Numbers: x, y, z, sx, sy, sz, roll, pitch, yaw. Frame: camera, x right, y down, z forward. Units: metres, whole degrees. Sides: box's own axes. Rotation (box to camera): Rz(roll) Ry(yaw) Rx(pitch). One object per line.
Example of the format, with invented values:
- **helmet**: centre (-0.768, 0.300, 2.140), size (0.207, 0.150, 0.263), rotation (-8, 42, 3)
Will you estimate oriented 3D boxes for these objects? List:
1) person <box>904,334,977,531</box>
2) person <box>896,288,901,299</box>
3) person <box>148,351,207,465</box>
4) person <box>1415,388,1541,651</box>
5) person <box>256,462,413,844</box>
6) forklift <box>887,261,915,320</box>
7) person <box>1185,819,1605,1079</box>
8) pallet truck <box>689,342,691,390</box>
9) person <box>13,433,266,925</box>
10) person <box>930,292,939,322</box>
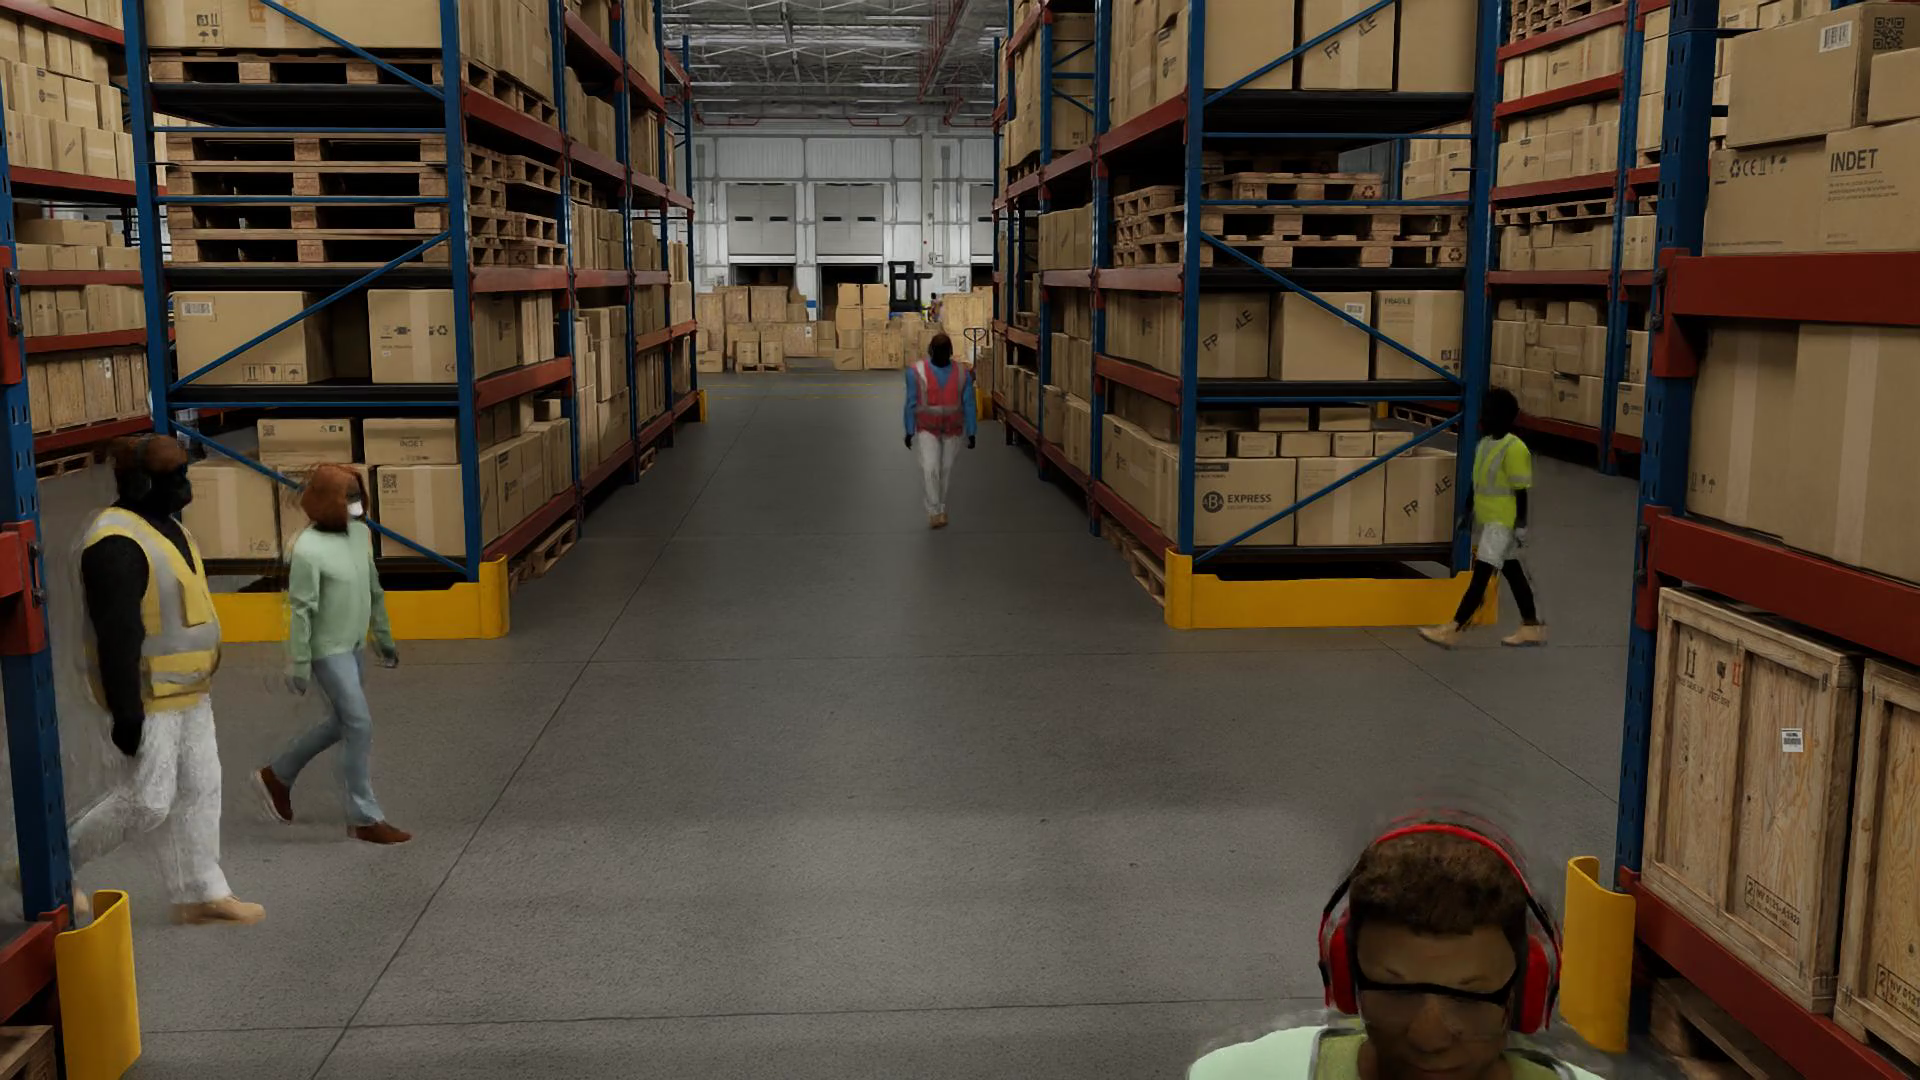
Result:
- **person**: centre (-0.155, -0.984, 15.364), size (0.659, 1.802, 0.901), rotation (-2, 9, -12)
- **person**: centre (-2.300, -7.827, 57.977), size (0.635, 1.928, 0.383), rotation (4, 10, 22)
- **person**: centre (-6.918, -0.830, 14.740), size (0.322, 1.699, 0.535), rotation (4, 10, 23)
- **person**: centre (3.294, -0.122, 10.422), size (0.886, 1.643, 0.546), rotation (-1, 9, -4)
- **person**: centre (-2.652, 0.462, 6.919), size (0.700, 1.605, 0.502), rotation (1, 9, 8)
- **forklift**: centre (-1.975, -7.949, 55.744), size (1.129, 2.768, 1.873), rotation (7, 11, 37)
- **person**: centre (0.509, 1.177, 1.834), size (0.586, 1.790, 0.964), rotation (2, 9, 14)
- **pallet truck**: centre (-5.225, -3.008, 27.480), size (1.885, 1.965, 0.823), rotation (2, 9, 14)
- **person**: centre (-2.926, 0.529, 5.844), size (0.719, 1.818, 0.658), rotation (-1, 9, -7)
- **person**: centre (-1.013, -9.005, 66.134), size (0.376, 1.669, 0.558), rotation (4, 10, 24)
